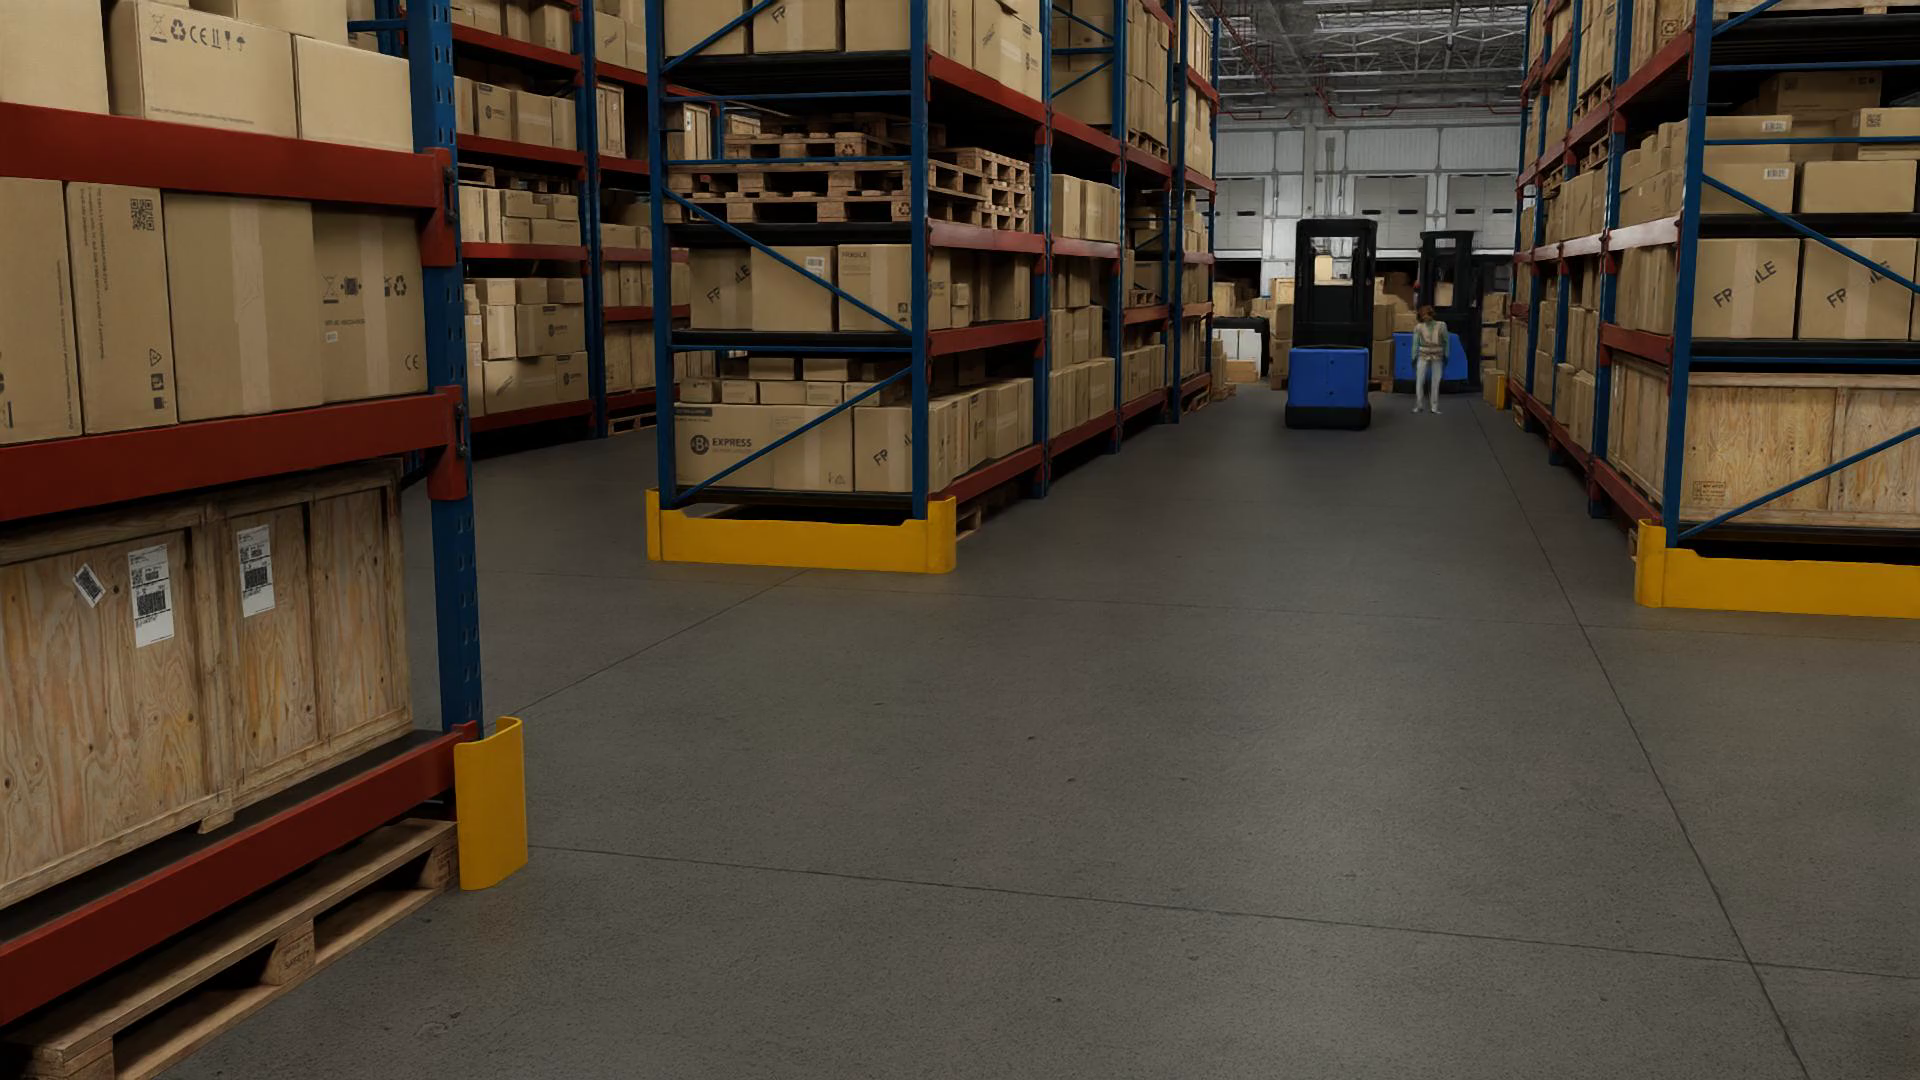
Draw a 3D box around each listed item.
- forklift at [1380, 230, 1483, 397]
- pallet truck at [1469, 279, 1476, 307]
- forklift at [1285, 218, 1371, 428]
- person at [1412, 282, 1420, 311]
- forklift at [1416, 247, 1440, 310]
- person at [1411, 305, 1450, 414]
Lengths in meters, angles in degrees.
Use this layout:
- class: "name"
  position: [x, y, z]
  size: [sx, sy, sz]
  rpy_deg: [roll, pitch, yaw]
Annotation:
- class: "forklift"
  position: [8.263, -3.887, 28.469]
  size: [1.873, 2.768, 1.129]
  rpy_deg: [-5, 10, -30]
- class: "pallet truck"
  position: [18.896, -8.459, 60.307]
  size: [1.885, 1.965, 0.823]
  rpy_deg: [5, 10, 31]
- class: "forklift"
  position: [5.088, -2.986, 22.744]
  size: [1.129, 2.768, 1.873]
  rpy_deg: [2, 9, 15]
- class: "person"
  position: [14.108, -6.976, 51.143]
  size: [0.535, 1.922, 0.558]
  rpy_deg: [9, 12, 44]
- class: "forklift"
  position: [12.210, -6.239, 43.408]
  size: [1.873, 2.768, 1.129]
  rpy_deg: [5, 10, 30]
- class: "person"
  position: [7.050, -2.693, 24.912]
  size: [0.569, 1.622, 0.349]
  rpy_deg: [3, 10, 20]
